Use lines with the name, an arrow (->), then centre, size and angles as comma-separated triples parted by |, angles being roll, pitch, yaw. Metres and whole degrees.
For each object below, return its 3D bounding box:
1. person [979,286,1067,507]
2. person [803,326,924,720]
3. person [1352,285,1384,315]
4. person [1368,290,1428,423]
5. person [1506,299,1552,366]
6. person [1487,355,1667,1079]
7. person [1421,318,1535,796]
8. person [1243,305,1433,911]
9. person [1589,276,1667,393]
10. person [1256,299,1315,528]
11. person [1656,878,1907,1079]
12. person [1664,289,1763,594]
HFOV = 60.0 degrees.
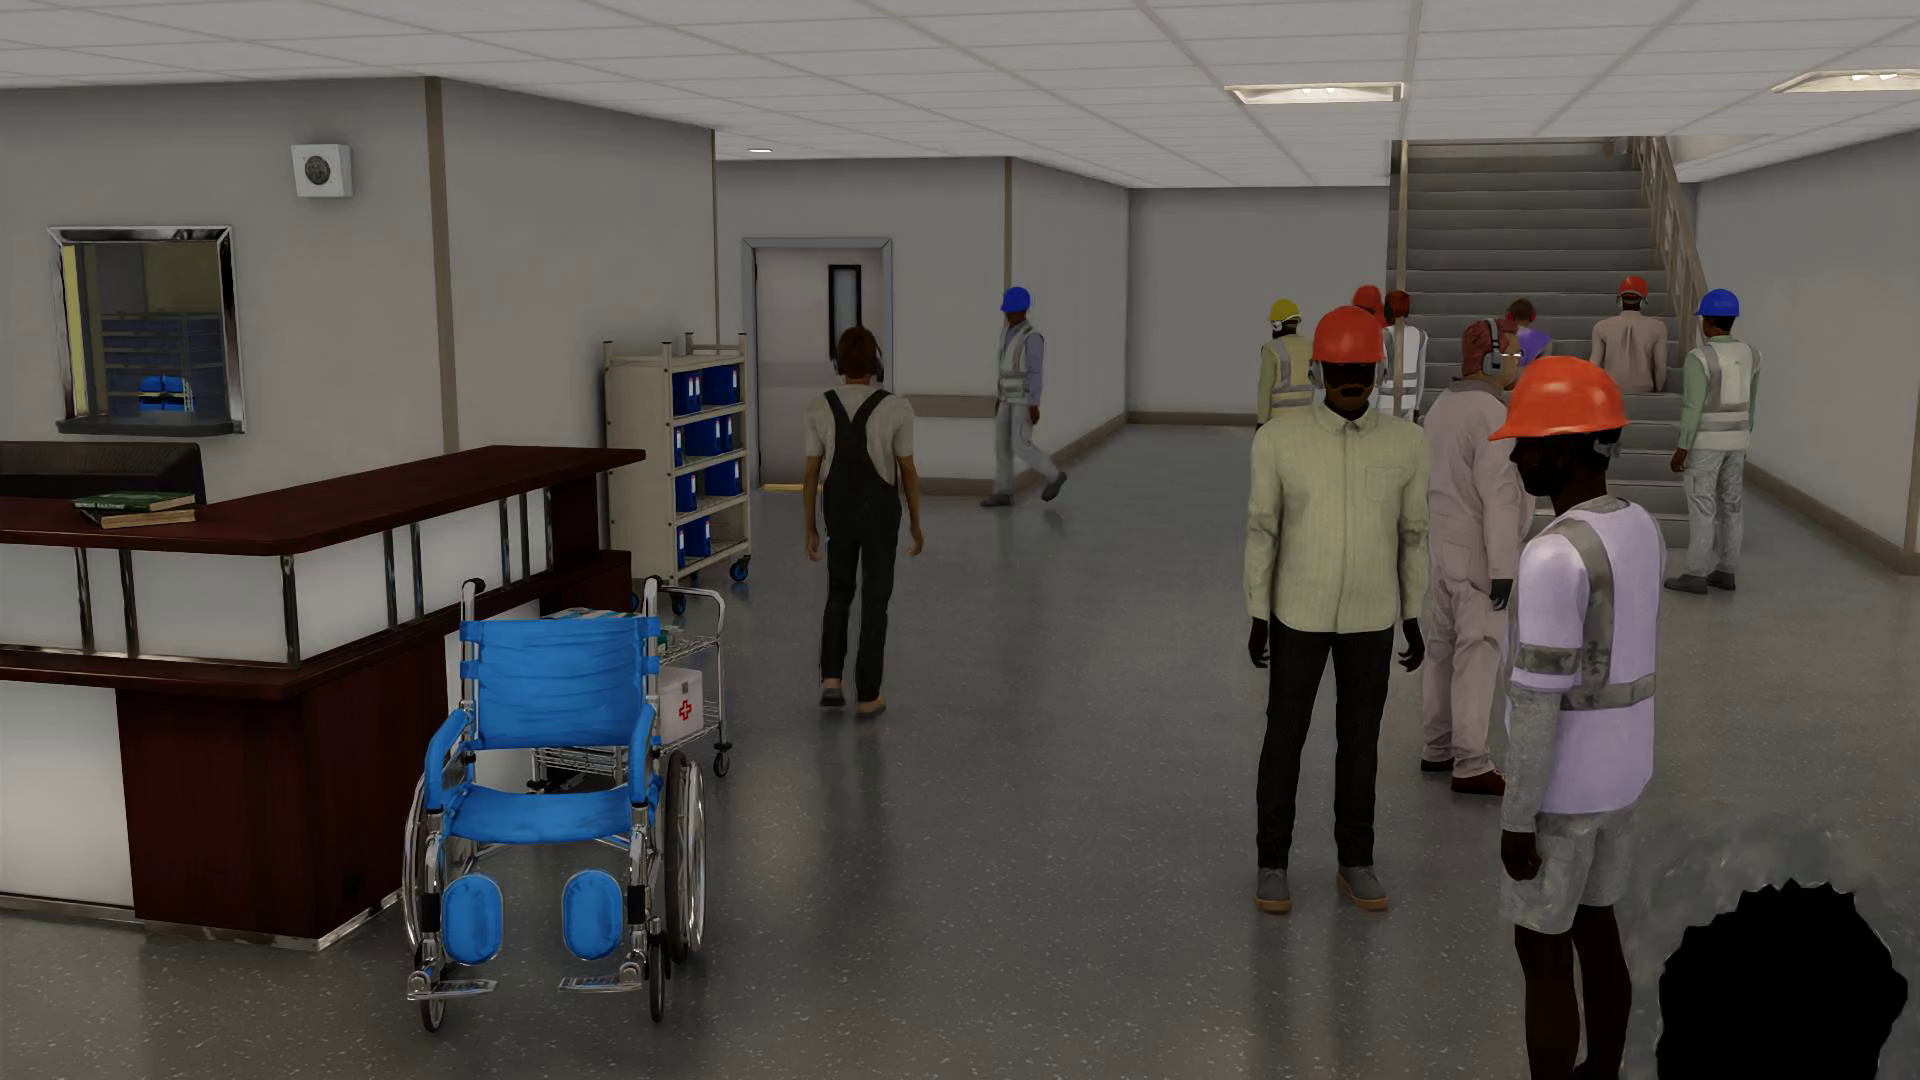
person -> 0.556, -1.213, 14.262 | 0.674, 1.917, 0.711 | -4, 11, -24
person -> -0.445, -0.072, 7.733 | 0.526, 1.830, 0.391 | 2, 10, 12
person -> 3.646, -1.360, 15.161 | 0.446, 1.901, 0.642 | -2, 10, -9
person -> 3.560, -1.103, 13.676 | 0.576, 1.881, 0.354 | -5, 11, -27
person -> 4.897, -1.225, 14.690 | 0.576, 1.777, 0.955 | 6, 11, 32
person -> 1.385, 0.541, 3.862 | 0.390, 1.929, 0.545 | 9, 13, 44
person -> 2.104, 0.065, 6.725 | 0.407, 1.908, 0.641 | -1, 10, -7
person -> 1.237, 0.236, 5.455 | 0.612, 1.995, 0.393 | 0, 10, -1
person -> 5.668, -1.241, 14.153 | 0.614, 1.993, 0.395 | 4, 10, 22
person -> 2.598, -1.010, 13.318 | 0.588, 1.823, 0.404 | -7, 12, -36
person -> 0.525, 1.073, 1.027 | 0.636, 1.827, 0.509 | -3, 10, -19
person -> 4.821, -0.624, 10.653 | 0.604, 1.949, 0.389 | -4, 11, -24
